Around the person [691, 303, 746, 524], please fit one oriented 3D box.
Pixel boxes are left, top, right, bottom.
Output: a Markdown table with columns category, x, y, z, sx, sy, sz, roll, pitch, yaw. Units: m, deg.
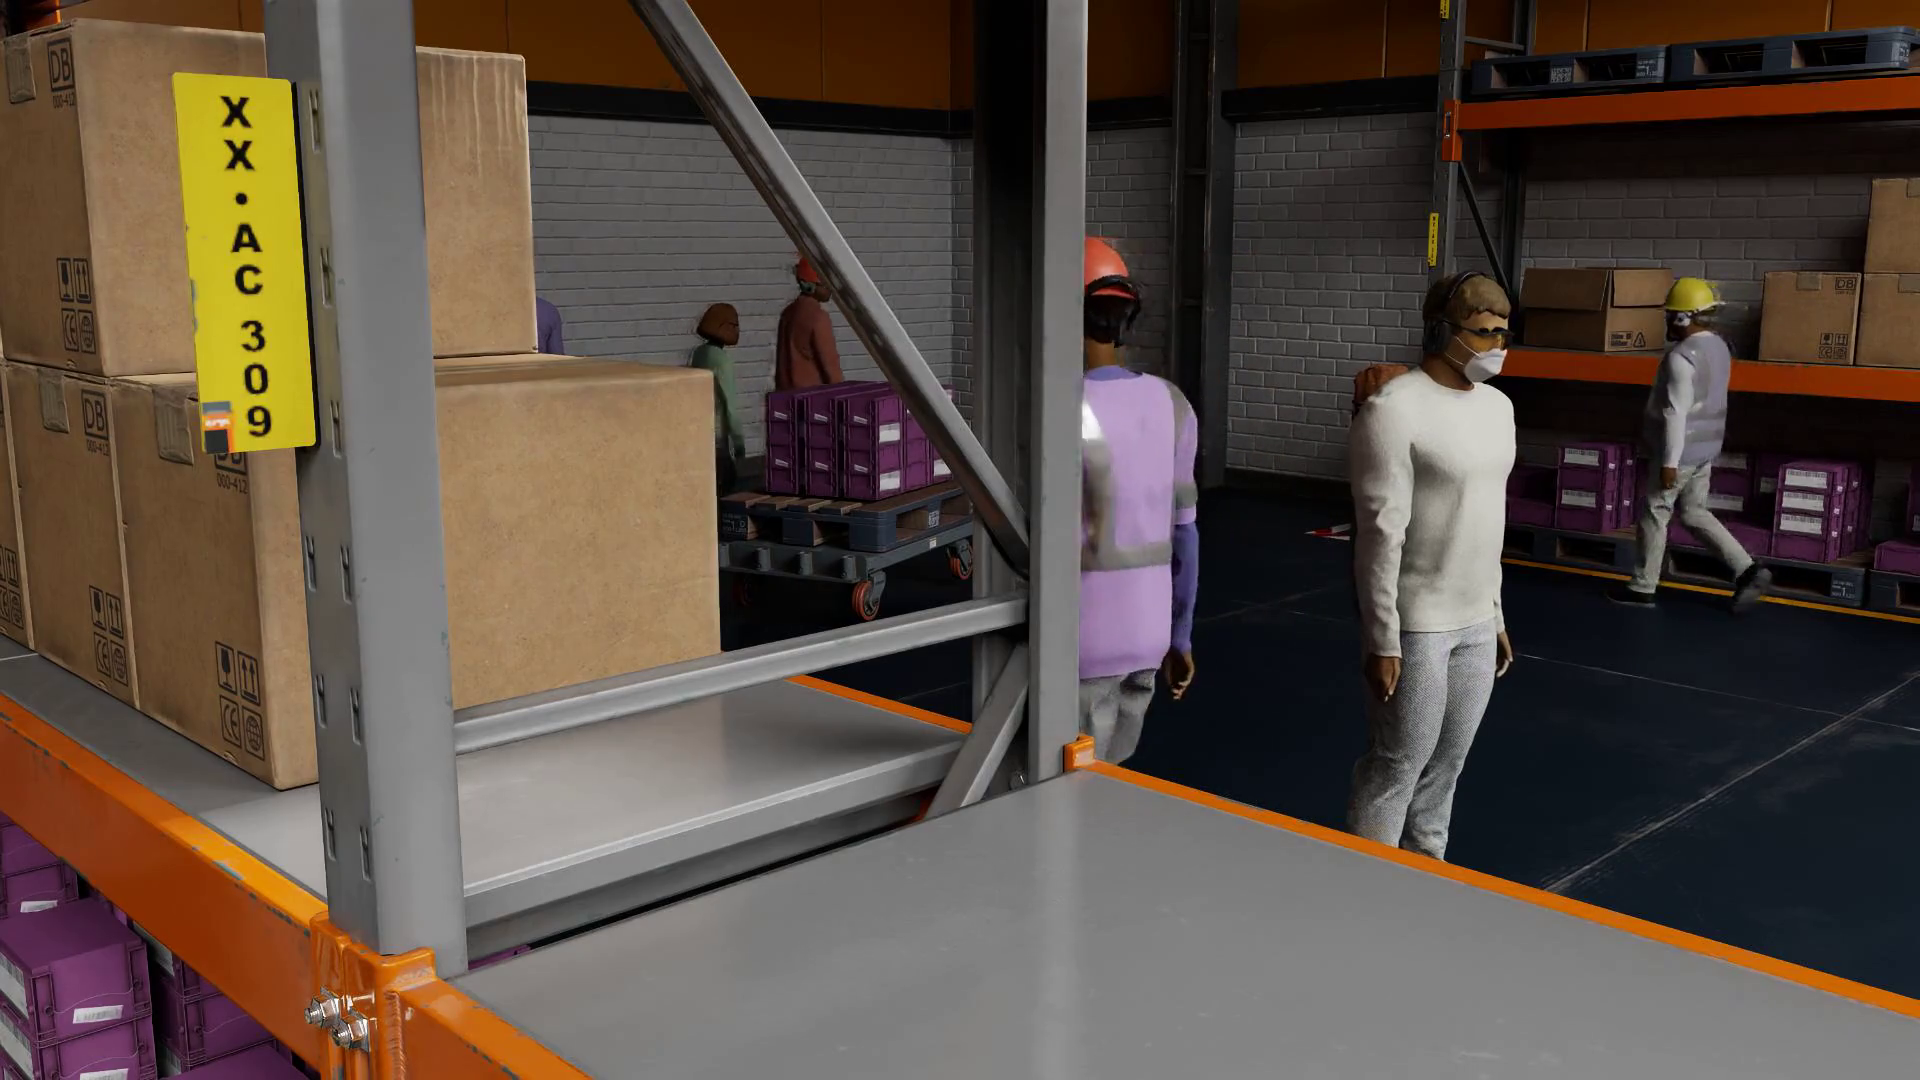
| category | x | y | z | sx | sy | sz | roll | pitch | yaw |
| --- | --- | --- | --- | --- | --- | --- | --- | --- | --- |
| person | -1.489 | -0.630 | 10.132 | 0.398 | 1.614 | 0.519 | -6 | 12 | -29 |

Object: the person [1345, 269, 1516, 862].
| category | x | y | z | sx | sy | sz | roll | pitch | yaw |
| --- | --- | --- | --- | --- | --- | --- | --- | --- | --- |
| person | 1.296 | 0.241 | 4.525 | 0.628 | 1.935 | 0.373 | -9 | 14 | -41 |

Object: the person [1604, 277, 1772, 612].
| category | x | y | z | sx | sy | sz | roll | pitch | yaw |
| --- | --- | --- | --- | --- | --- | --- | --- | --- | --- |
| person | 3.923 | -0.490 | 8.863 | 0.600 | 1.808 | 0.770 | -10 | 14 | -42 |

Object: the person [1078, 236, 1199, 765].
| category | x | y | z | sx | sy | sz | roll | pitch | yaw |
| --- | --- | --- | --- | --- | --- | --- | --- | --- | --- |
| person | 0.346 | 0.262 | 4.174 | 0.532 | 2.018 | 0.645 | 10 | 14 | 44 |

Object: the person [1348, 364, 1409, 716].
| category | x | y | z | sx | sy | sz | roll | pitch | yaw |
| --- | --- | --- | --- | --- | --- | --- | --- | --- | --- |
| person | 1.320 | 0.270 | 5.179 | 0.269 | 1.632 | 0.505 | 1 | 10 | 8 |

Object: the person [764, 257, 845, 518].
| category | x | y | z | sx | sy | sz | roll | pitch | yaw |
| --- | --- | --- | --- | --- | --- | --- | --- | --- | --- |
| person | -0.928 | -0.859 | 10.570 | 1.040 | 1.923 | 0.600 | -4 | 11 | -22 |

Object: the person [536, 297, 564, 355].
| category | x | y | z | sx | sy | sz | roll | pitch | yaw |
| --- | --- | --- | --- | --- | --- | --- | --- | --- | --- |
| person | -2.908 | -0.920 | 10.917 | 0.651 | 1.910 | 0.409 | -3 | 11 | -15 |
